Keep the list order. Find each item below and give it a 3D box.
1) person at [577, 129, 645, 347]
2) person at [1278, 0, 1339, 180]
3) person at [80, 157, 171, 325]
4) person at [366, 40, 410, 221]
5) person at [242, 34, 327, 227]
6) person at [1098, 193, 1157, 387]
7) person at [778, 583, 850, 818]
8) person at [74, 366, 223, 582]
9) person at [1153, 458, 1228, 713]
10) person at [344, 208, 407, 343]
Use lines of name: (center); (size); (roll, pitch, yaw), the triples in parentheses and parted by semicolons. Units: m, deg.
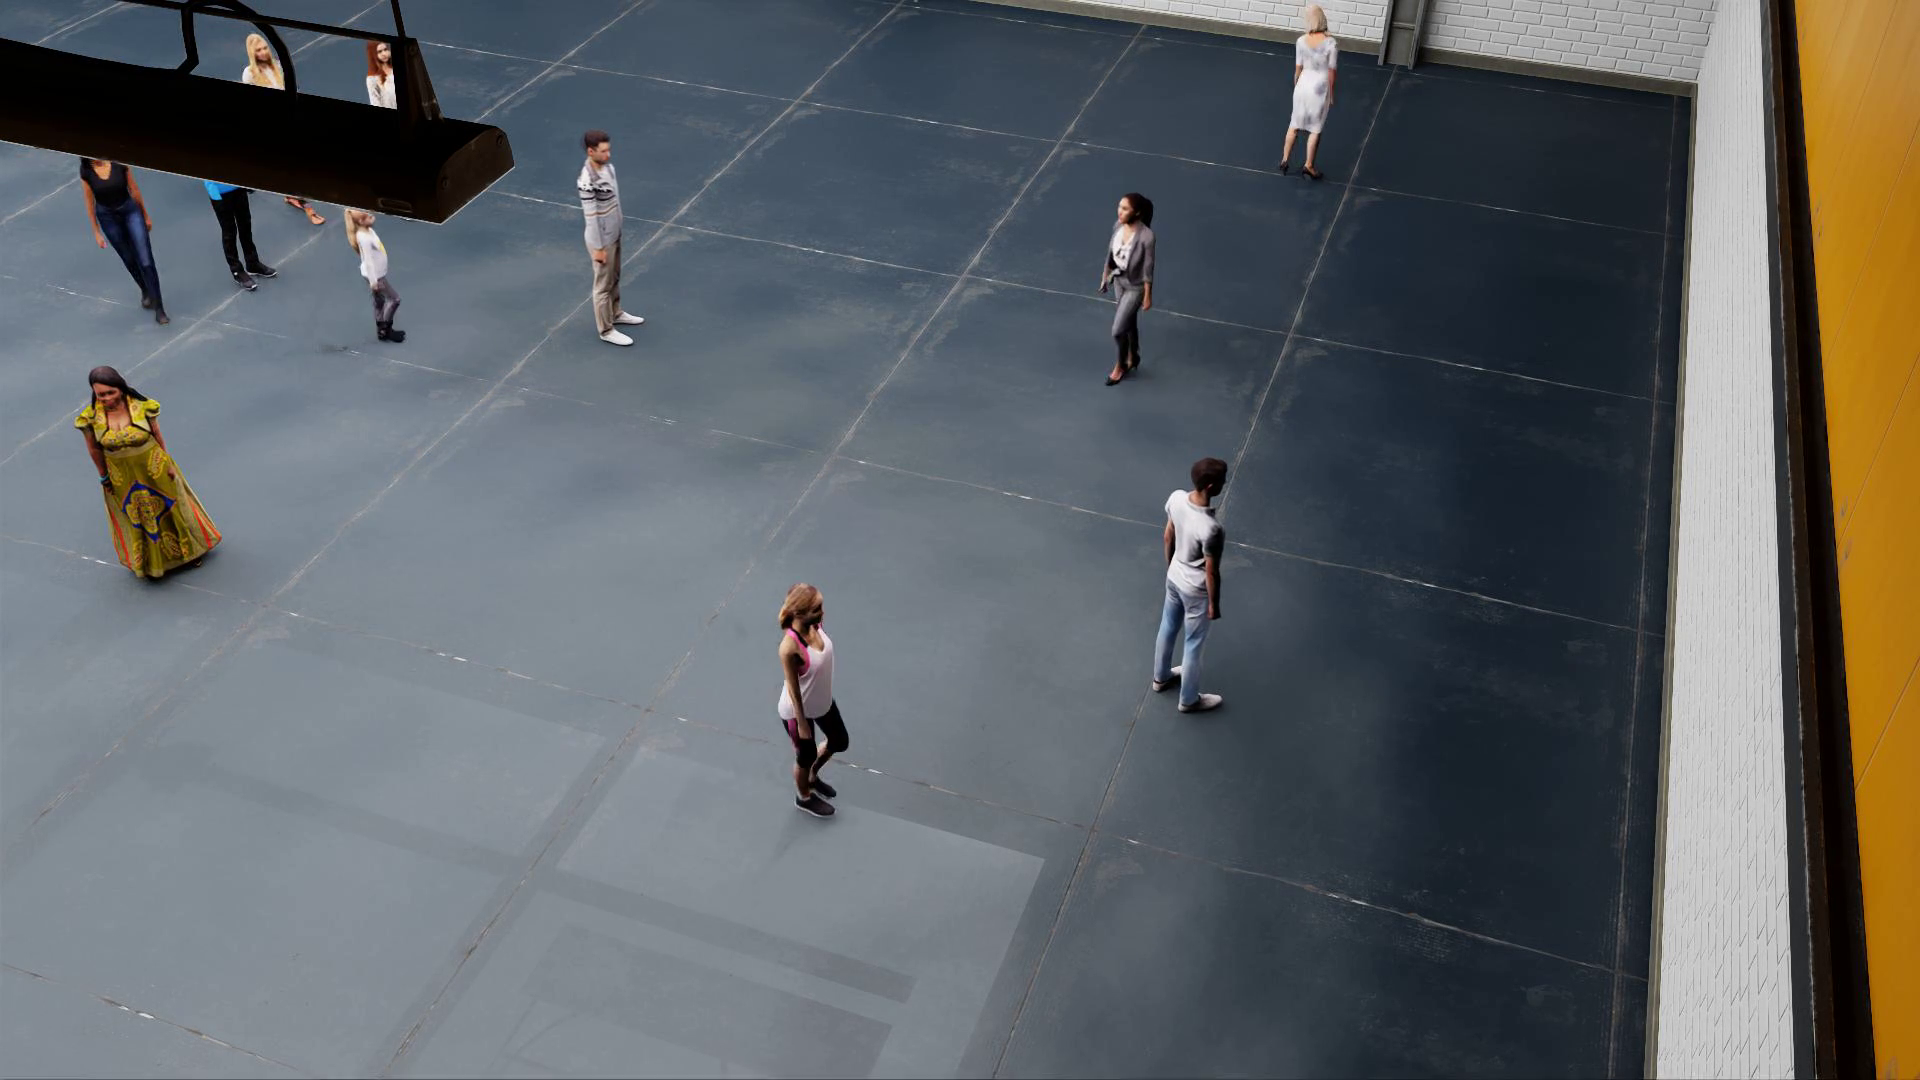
person: (-2.965, -2.545, 13.832); (0.652, 1.859, 0.729); (4, 39, 6)
person: (3.457, -4.339, 16.181); (0.753, 1.731, 0.583); (-26, 45, -29)
person: (-7.150, -2.727, 14.186); (1.052, 1.702, 1.115); (-17, 42, -20)
person: (-5.296, -3.878, 15.606); (0.593, 1.728, 0.625); (23, 44, 26)
person: (-6.420, -3.879, 15.561); (1.145, 1.785, 0.845); (24, 45, 27)
person: (1.432, -2.034, 13.350); (0.840, 1.661, 0.772); (-21, 43, -25)
person: (-0.963, 0.929, 9.549); (0.605, 1.775, 0.625); (16, 41, 19)
person: (-5.641, -0.480, 11.405); (1.001, 1.661, 1.033); (-22, 43, -25)
person: (1.430, 0.276, 10.302); (0.786, 1.856, 0.704); (-20, 43, -23)
person: (-4.948, -2.216, 13.889); (0.655, 1.272, 0.605); (-11, 40, -14)
